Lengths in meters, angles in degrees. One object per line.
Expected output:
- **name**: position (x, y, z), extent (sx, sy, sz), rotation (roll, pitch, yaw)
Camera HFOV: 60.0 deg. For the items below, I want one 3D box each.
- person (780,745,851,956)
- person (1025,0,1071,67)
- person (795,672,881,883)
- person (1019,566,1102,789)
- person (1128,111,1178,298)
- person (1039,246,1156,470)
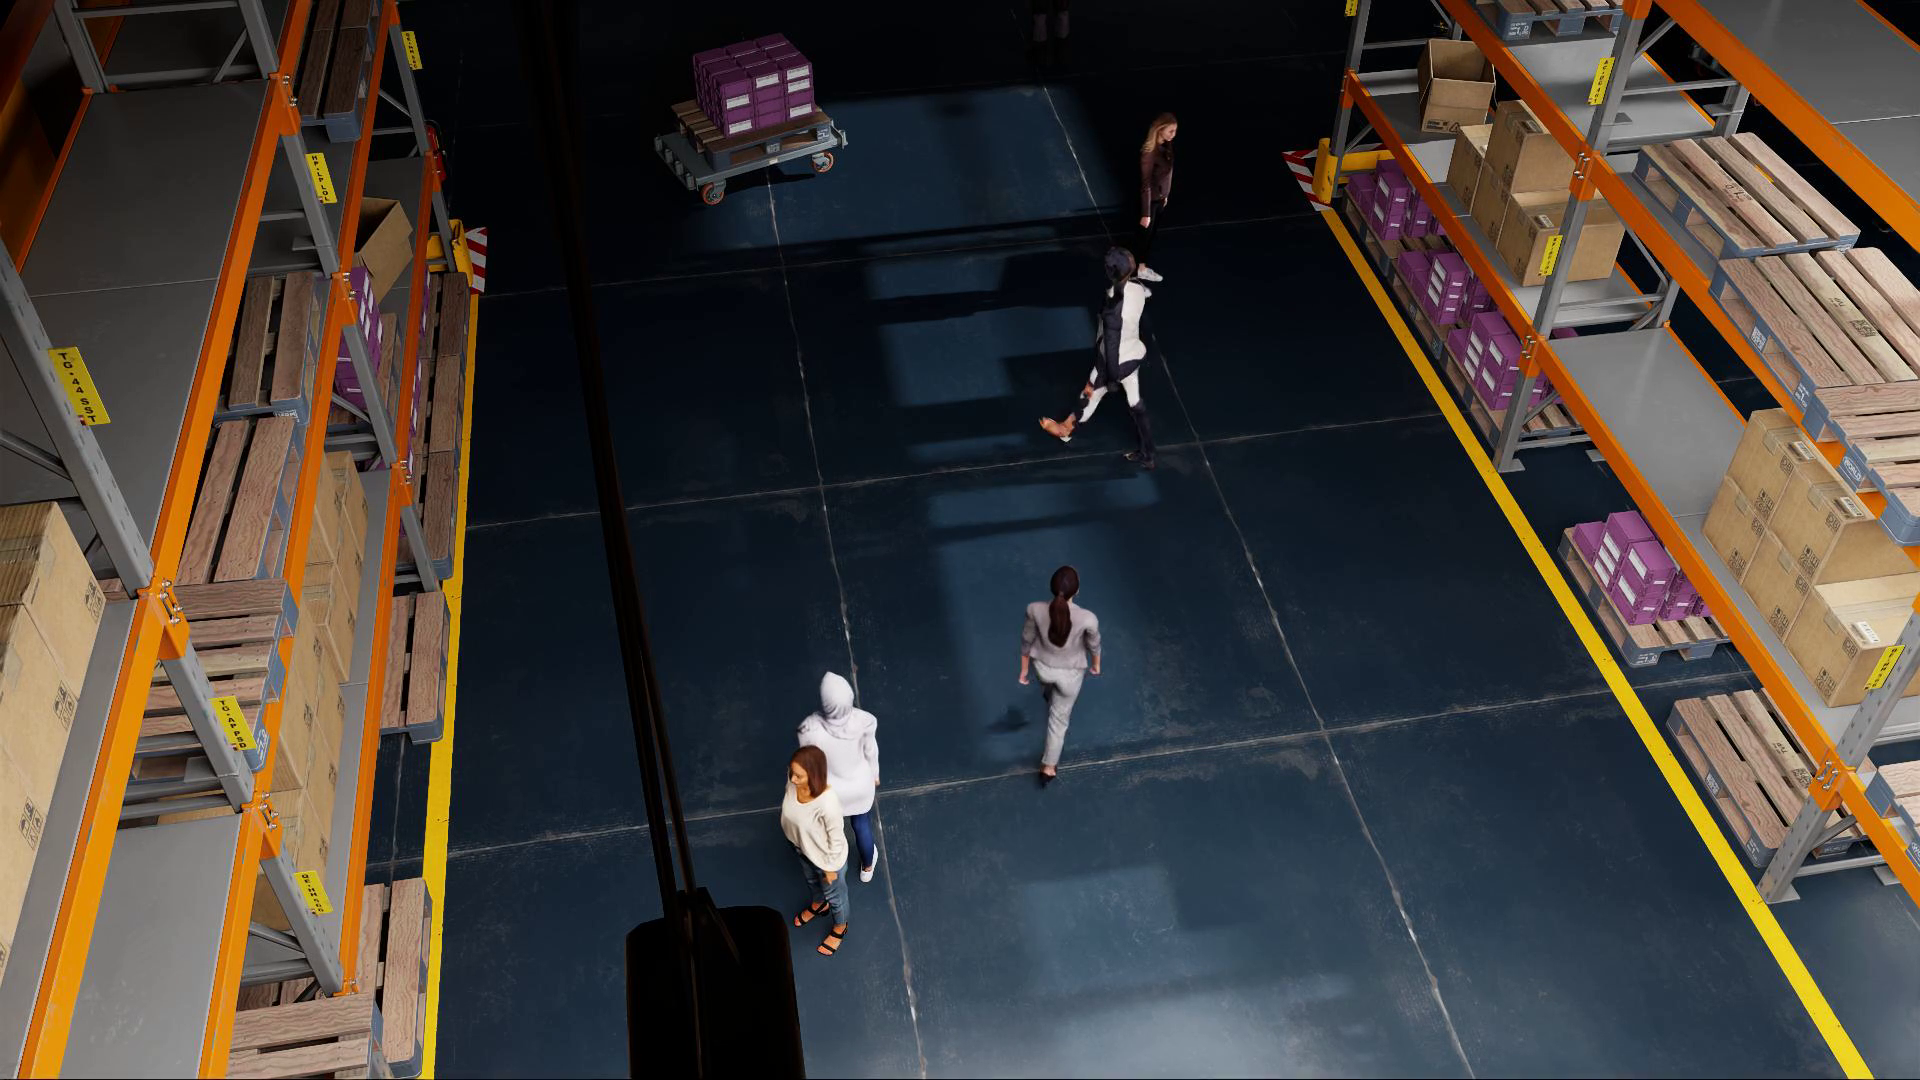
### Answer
- **person**: position (-0.794, 1.707, 9.326), extent (0.761, 1.681, 0.640), rotation (-29, 51, -27)
- **person**: position (0.924, -5.832, 17.049), extent (0.743, 1.943, 0.659), rotation (-15, 46, -15)
- **person**: position (-0.680, 1.400, 9.580), extent (0.602, 1.775, 0.511), rotation (-6, 44, -7)
- **person**: position (0.575, 0.888, 10.223), extent (0.955, 1.630, 1.168), rotation (12, 45, 12)
- **person**: position (1.623, -2.883, 14.128), extent (0.740, 1.703, 0.653), rotation (20, 47, 20)
- **person**: position (1.258, -1.278, 12.343), extent (1.268, 1.840, 1.215), rotation (25, 49, 24)
